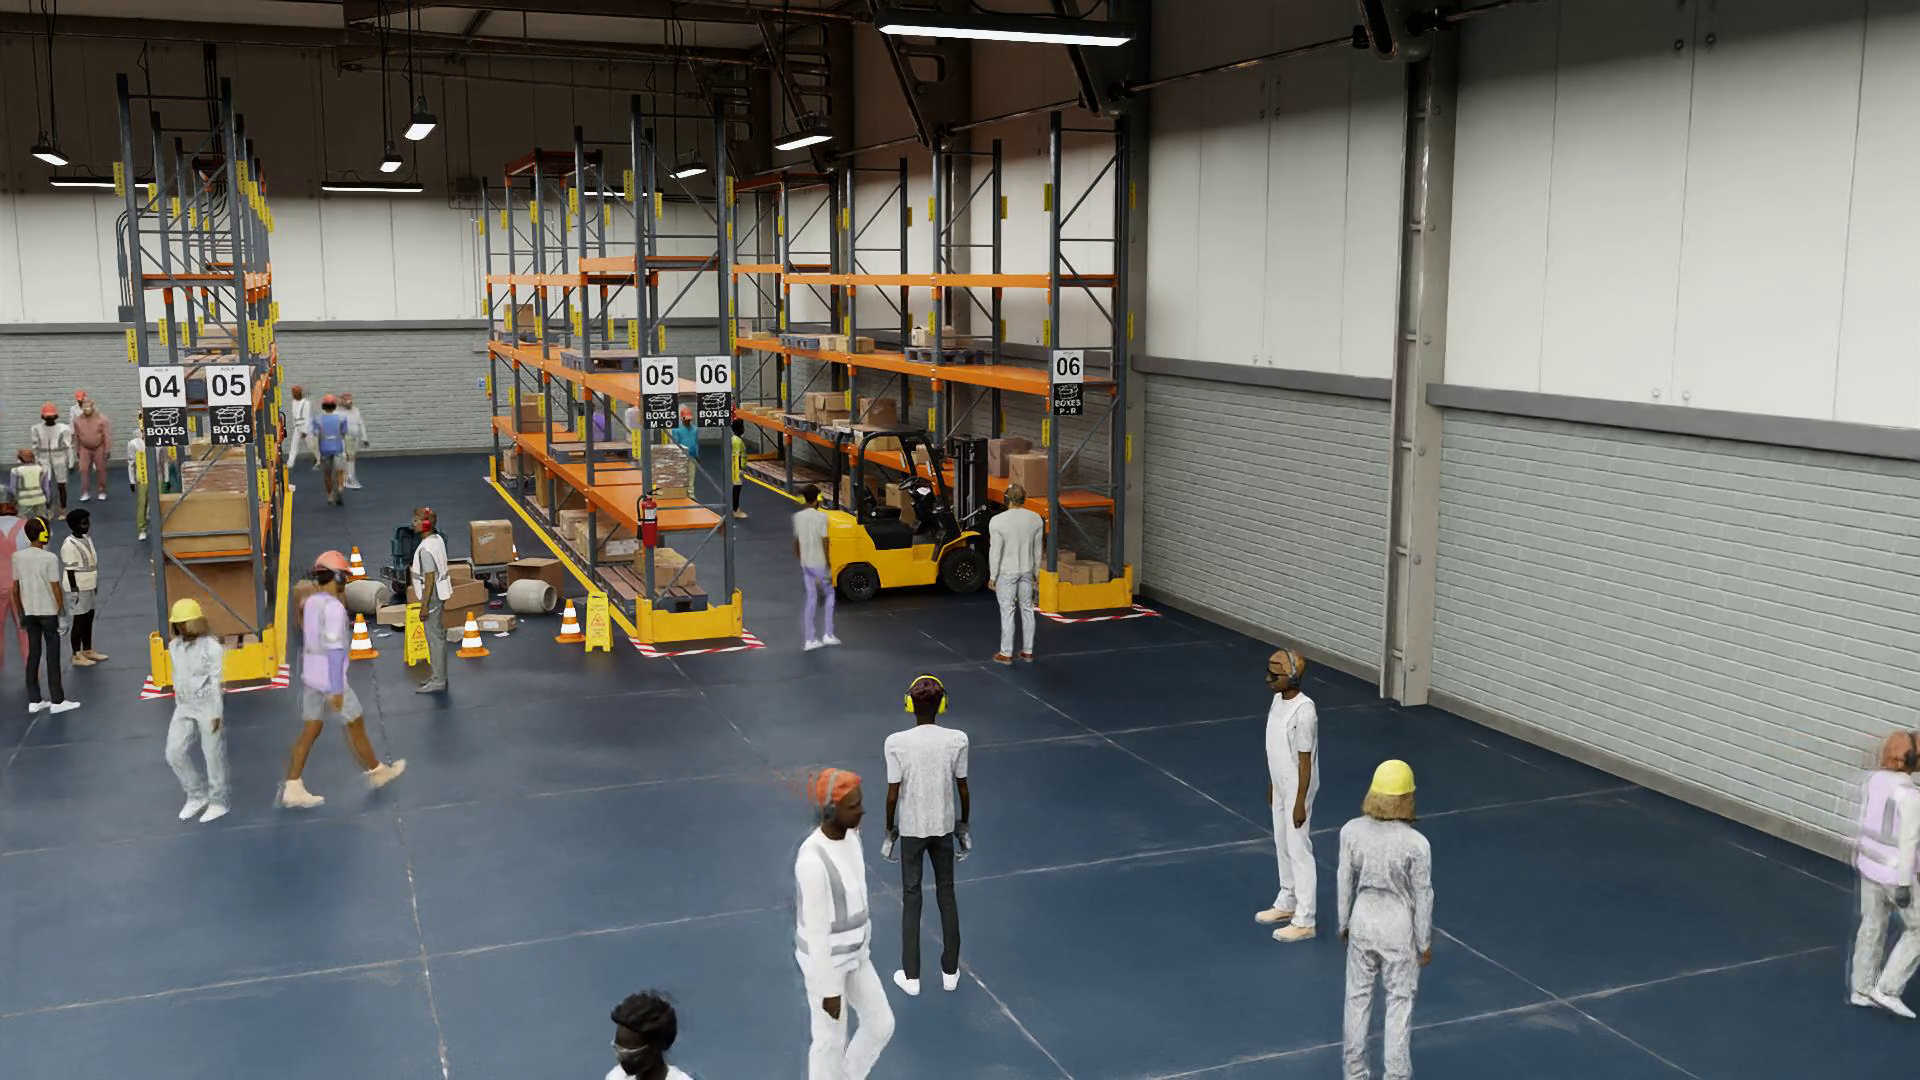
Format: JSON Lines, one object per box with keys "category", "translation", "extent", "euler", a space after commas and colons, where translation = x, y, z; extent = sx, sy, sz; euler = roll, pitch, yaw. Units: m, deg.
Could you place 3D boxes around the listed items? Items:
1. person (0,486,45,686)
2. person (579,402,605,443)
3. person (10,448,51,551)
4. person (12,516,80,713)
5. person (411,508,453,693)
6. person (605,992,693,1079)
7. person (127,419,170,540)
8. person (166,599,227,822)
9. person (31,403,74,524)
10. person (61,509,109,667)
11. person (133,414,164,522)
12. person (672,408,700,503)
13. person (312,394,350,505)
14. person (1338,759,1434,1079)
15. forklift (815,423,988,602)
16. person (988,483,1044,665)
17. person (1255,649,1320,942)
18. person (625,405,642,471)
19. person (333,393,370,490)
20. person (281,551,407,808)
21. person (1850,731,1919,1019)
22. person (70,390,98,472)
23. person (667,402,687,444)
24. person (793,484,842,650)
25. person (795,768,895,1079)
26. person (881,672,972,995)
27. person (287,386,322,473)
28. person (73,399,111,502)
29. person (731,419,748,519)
{"category": "person", "translation": [-9.631, 0.448, 16.826], "extent": [0.685, 2.000, 0.535], "euler": [-7, 11, -36]}
{"category": "person", "translation": [-6.856, -1.665, 30.874], "extent": [0.672, 1.808, 0.667], "euler": [4, 10, 24]}
{"category": "person", "translation": [-13.571, -0.537, 24.305], "extent": [0.350, 1.627, 0.560], "euler": [8, 12, 40]}
{"category": "person", "translation": [-8.681, 0.708, 15.730], "extent": [0.535, 1.868, 0.309], "euler": [2, 9, 12]}
{"category": "person", "translation": [-5.246, 0.592, 16.521], "extent": [0.389, 1.850, 0.564], "euler": [-2, 9, -10]}
{"category": "person", "translation": [-1.013, 2.374, 5.889], "extent": [0.535, 1.669, 0.797], "euler": [6, 11, 34]}
{"category": "person", "translation": [-12.704, -0.965, 26.082], "extent": [0.594, 1.922, 0.386], "euler": [-7, 11, -38]}
{"category": "person", "translation": [-5.745, 1.287, 12.544], "extent": [0.492, 1.728, 0.436], "euler": [2, 9, 13]}
{"category": "person", "translation": [-15.130, -1.268, 27.727], "extent": [0.632, 2.003, 0.899], "euler": [-3, 9, -17]}
{"category": "person", "translation": [-9.299, 0.503, 17.600], "extent": [0.320, 1.686, 0.539], "euler": [-1, 9, -7]}
{"category": "person", "translation": [-13.655, -1.241, 27.994], "extent": [0.514, 1.872, 0.328], "euler": [-1, 9, -7]}
{"category": "person", "translation": [-4.943, -1.526, 30.149], "extent": [0.333, 1.749, 0.574], "euler": [8, 12, 43]}
{"category": "person", "translation": [-11.315, -1.619, 29.972], "extent": [0.609, 2.010, 0.884], "euler": [-4, 10, -24]}
{"category": "person", "translation": [2.133, 1.949, 8.321], "extent": [0.492, 1.741, 0.323], "euler": [8, 12, 39]}
{"category": "forklift", "translation": [-0.830, -0.399, 21.676], "extent": [2.313, 2.155, 1.214], "euler": [-4, 10, -21]}
{"category": "person", "translation": [0.584, 0.359, 17.709], "extent": [0.632, 1.939, 0.368], "euler": [-4, 10, -26]}
{"category": "person", "translation": [2.058, 1.575, 10.393], "extent": [0.351, 1.837, 0.502], "euler": [-2, 9, -11]}
{"category": "person", "translation": [-6.461, -2.033, 33.235], "extent": [0.463, 1.790, 0.622], "euler": [9, 12, 43]}
{"category": "person", "translation": [-11.764, -1.914, 32.227], "extent": [0.888, 1.871, 0.658], "euler": [4, 10, 25]}
{"category": "person", "translation": [-4.922, 1.084, 13.066], "extent": [0.671, 1.964, 1.070], "euler": [8, 12, 43]}
{"category": "person", "translation": [5.224, 1.857, 9.252], "extent": [0.421, 1.624, 0.532], "euler": [1, 9, 6]}
{"category": "person", "translation": [-18.409, -2.284, 34.982], "extent": [0.573, 1.738, 0.352], "euler": [-1, 9, -8]}
{"category": "person", "translation": [-6.145, -2.404, 36.061], "extent": [0.507, 1.630, 0.268], "euler": [-4, 10, -26]}
{"category": "person", "translation": [-1.550, 0.290, 18.471], "extent": [0.593, 1.832, 0.633], "euler": [6, 11, 34]}
{"category": "person", "translation": [-0.528, 1.972, 7.750], "extent": [0.462, 1.868, 0.590], "euler": [3, 9, 17]}
{"category": "person", "translation": [-0.195, 1.686, 9.581], "extent": [0.531, 1.868, 0.318], "euler": [-2, 9, -14]}
{"category": "person", "translation": [-13.878, -2.343, 35.077], "extent": [0.588, 1.829, 1.029], "euler": [6, 11, 32]}
{"category": "person", "translation": [-15.861, -1.626, 30.379], "extent": [0.664, 1.872, 0.858], "euler": [-2, 9, -11]}
{"category": "person", "translation": [-3.777, -1.213, 28.359], "extent": [0.316, 1.695, 0.542], "euler": [-2, 9, -12]}
